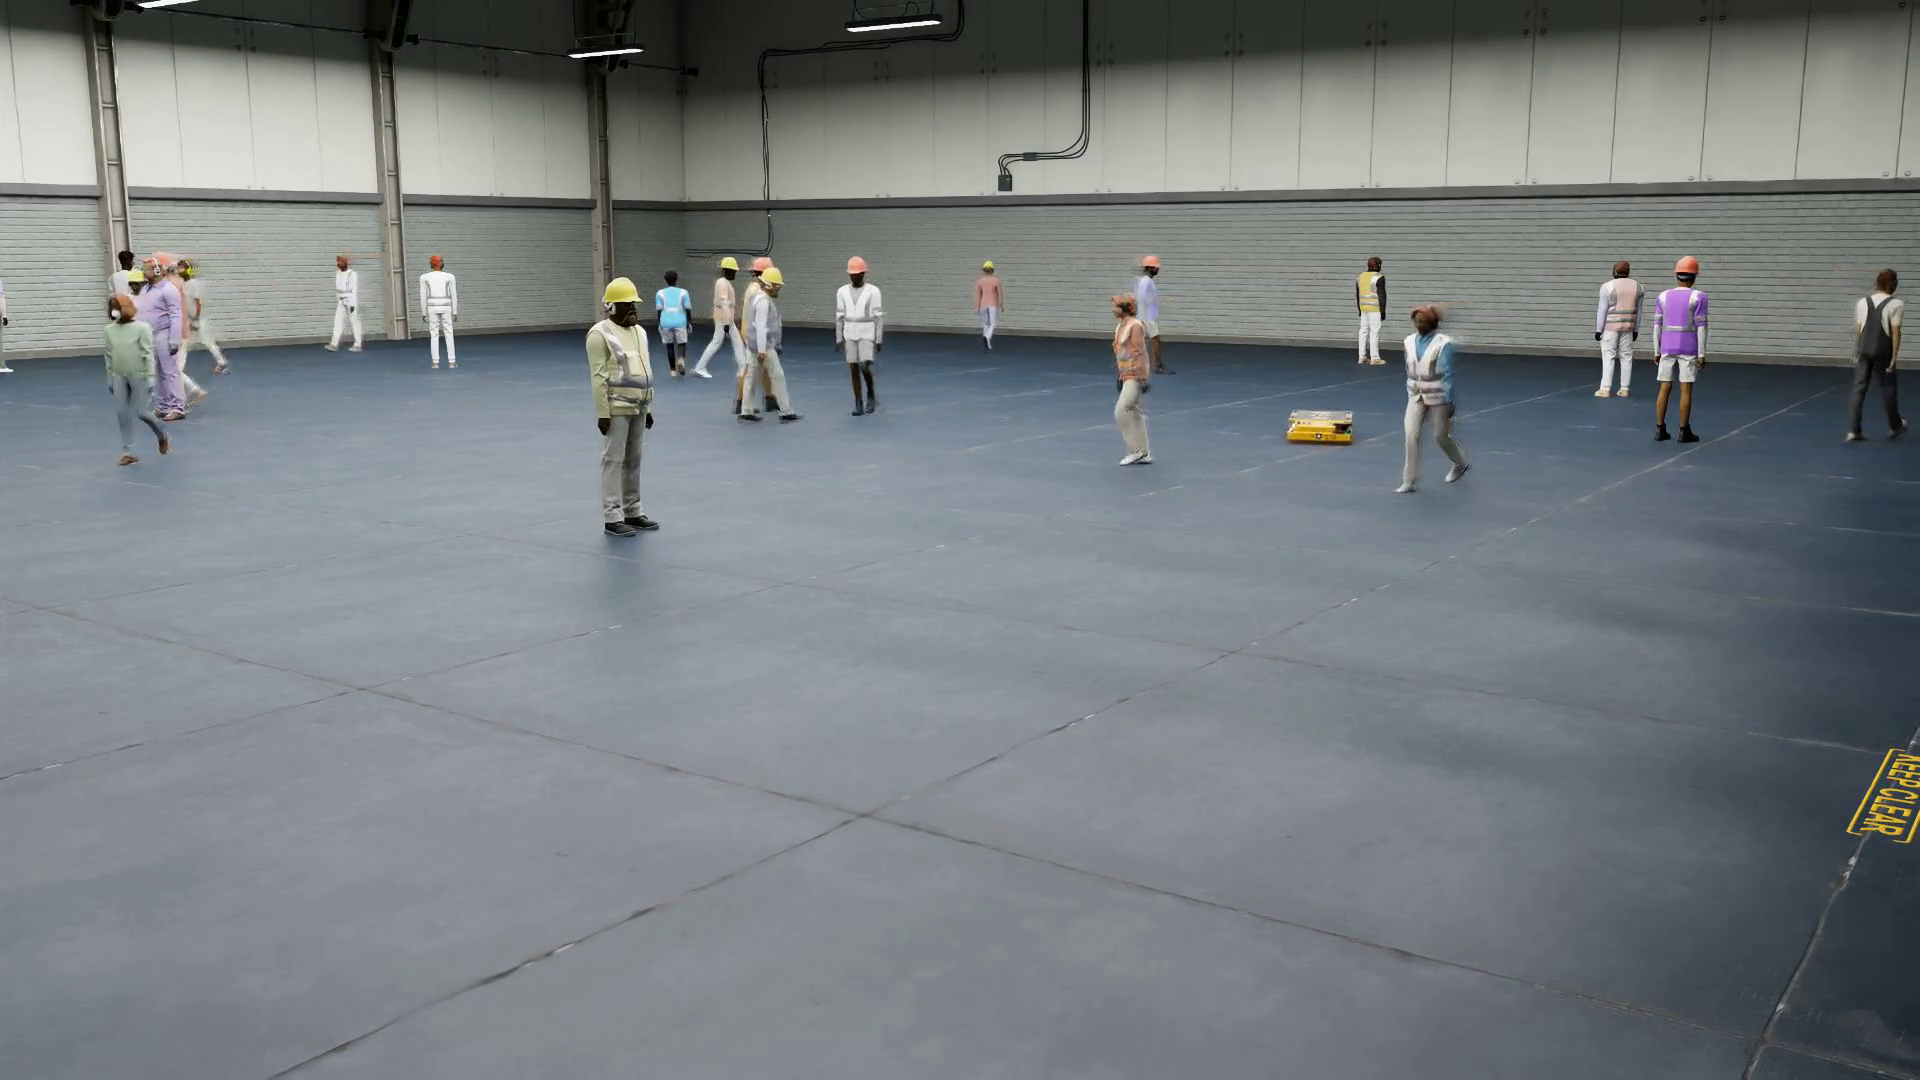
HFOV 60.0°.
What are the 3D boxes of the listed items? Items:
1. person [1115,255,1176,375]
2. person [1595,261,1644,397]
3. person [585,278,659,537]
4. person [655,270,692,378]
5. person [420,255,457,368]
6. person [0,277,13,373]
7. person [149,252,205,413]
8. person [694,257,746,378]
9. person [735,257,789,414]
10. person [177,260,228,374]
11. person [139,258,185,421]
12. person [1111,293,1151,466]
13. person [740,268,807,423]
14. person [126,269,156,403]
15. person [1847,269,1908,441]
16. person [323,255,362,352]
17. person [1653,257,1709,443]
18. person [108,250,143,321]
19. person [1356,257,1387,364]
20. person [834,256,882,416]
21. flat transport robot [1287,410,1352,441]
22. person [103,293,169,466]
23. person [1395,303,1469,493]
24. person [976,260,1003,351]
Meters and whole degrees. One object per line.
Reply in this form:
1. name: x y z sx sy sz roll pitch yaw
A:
1. person: 2.935 -3.575 26.428 0.955 1.908 0.550 3 10 14
2. person: 8.899 -2.853 22.525 0.634 1.842 0.429 -1 10 -8
3. person: -2.394 -0.949 11.890 0.404 1.832 0.596 4 11 24
4. person: -4.401 -3.315 25.563 0.555 1.670 0.447 -2 10 -9
5. person: -8.667 -3.796 27.690 0.575 1.885 0.359 -3 10 -15
6. person: -15.550 -3.629 26.627 0.593 1.929 0.359 0 10 1
7. person: -9.614 -2.514 20.260 0.467 1.969 0.627 -4 11 -21
8. person: -3.669 -3.433 25.712 0.989 1.875 0.592 0 10 1
9. person: -2.390 -2.484 20.292 0.829 1.899 0.593 -2 10 -13
10. person: -12.040 -3.497 26.208 0.535 1.826 0.971 7 12 33
11. person: -9.413 -2.351 19.533 0.654 1.906 0.407 7 12 33
12. person: 1.600 -1.495 15.541 0.471 1.609 0.531 -2 10 -10
13. person: -2.164 -2.231 19.176 0.843 1.781 0.620 -3 10 -14
14. person: -10.628 -2.657 21.668 0.531 1.751 0.619 1 10 6
15. person: 9.767 -1.956 17.624 0.937 1.801 0.514 -8 13 -37
16. person: -11.793 -4.497 31.702 0.611 1.848 0.895 5 11 27
17. person: 7.559 -1.991 17.431 0.367 1.934 0.553 -9 14 -42
18. person: -13.273 -3.646 26.615 0.606 1.967 0.367 2 10 11
19. person: 7.107 -3.944 28.637 0.429 1.842 0.633 -6 12 -30
20. person: -1.223 -2.440 19.998 0.553 1.916 0.438 3 11 17
21. flat transport robot: 3.883 -1.240 17.892 0.652 0.197 1.431 2 10 13
22. person: -7.777 -1.520 15.675 0.508 1.619 0.528 1 10 7
23. person: 4.015 -1.197 13.982 0.806 1.593 0.523 -8 13 -39
24. person: 0.545 -4.510 32.053 0.537 1.748 0.608 4 11 23
